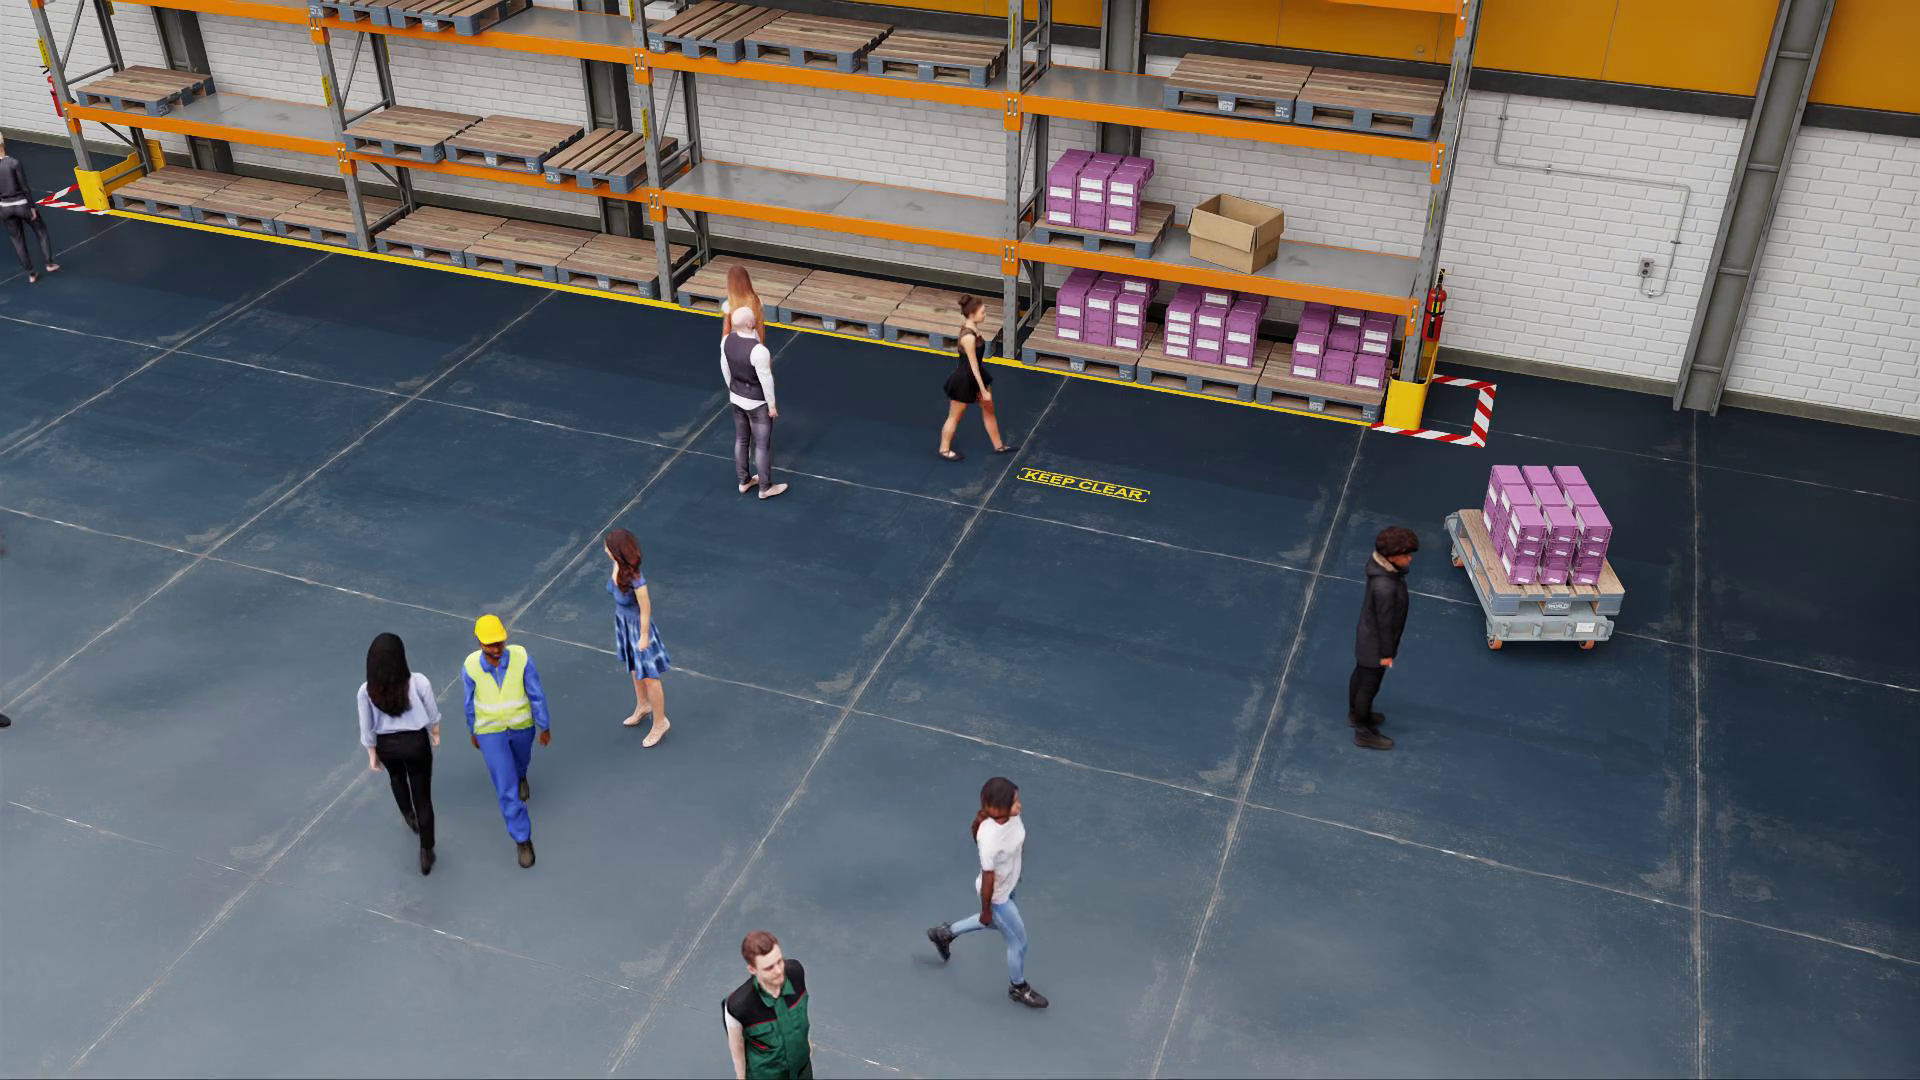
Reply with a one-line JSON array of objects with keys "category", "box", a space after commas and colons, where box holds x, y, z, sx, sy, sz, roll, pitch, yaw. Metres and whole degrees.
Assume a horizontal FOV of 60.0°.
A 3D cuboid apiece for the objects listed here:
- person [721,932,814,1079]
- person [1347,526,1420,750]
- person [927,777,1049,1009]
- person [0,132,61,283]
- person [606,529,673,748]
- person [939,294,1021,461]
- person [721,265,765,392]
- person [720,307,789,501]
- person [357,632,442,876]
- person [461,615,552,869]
[{"category": "person", "box": [-0.960, 2.732, 8.662, 0.738, 1.844, 0.732, 29, 43, 36]}, {"category": "person", "box": [2.957, 0.682, 11.809, 0.678, 1.775, 0.683, 3, 34, 4]}, {"category": "person", "box": [0.159, 2.050, 9.824, 1.046, 1.693, 0.595, 12, 36, 18]}, {"category": "person", "box": [-10.473, -3.668, 18.406, 0.733, 1.715, 0.811, -8, 35, -12]}, {"category": "person", "box": [-2.304, 0.674, 11.792, 0.822, 1.807, 0.732, -19, 38, -26]}, {"category": "person", "box": [-0.015, -1.438, 15.114, 1.001, 1.647, 0.652, 7, 34, 11]}, {"category": "person", "box": [-2.011, -1.744, 15.543, 0.708, 1.681, 0.756, -14, 36, -20]}, {"category": "person", "box": [-1.836, -1.209, 14.610, 0.633, 1.823, 0.810, 21, 39, 29]}, {"category": "person", "box": [-3.592, 1.424, 10.748, 0.933, 1.712, 0.964, -9, 35, -14]}, {"category": "person", "box": [-3.010, 1.188, 11.053, 1.206, 1.768, 1.253, -13, 36, -19]}]
